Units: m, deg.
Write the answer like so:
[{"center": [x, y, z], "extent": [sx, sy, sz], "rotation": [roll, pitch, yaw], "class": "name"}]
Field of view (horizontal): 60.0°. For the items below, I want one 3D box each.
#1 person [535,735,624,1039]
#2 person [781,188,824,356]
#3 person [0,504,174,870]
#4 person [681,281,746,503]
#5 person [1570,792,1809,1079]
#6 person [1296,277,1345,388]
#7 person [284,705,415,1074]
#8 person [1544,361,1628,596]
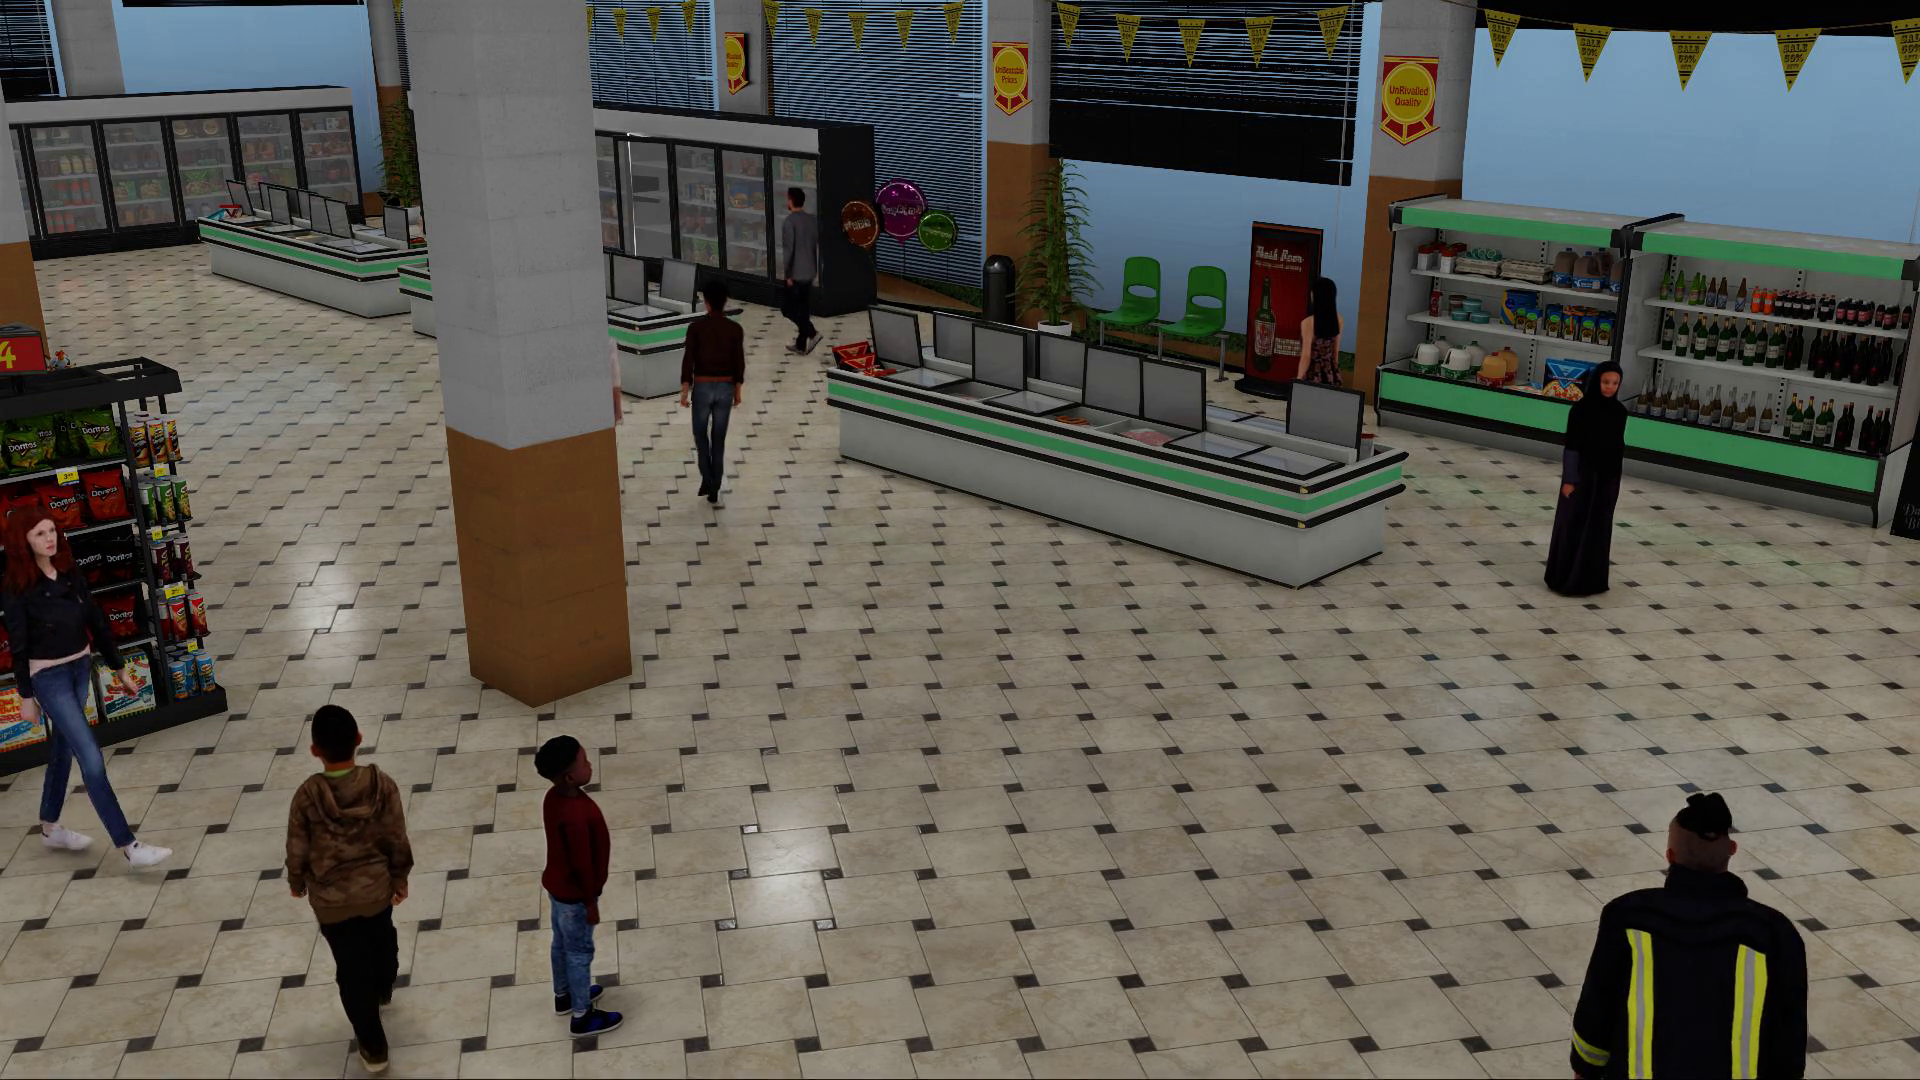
[{"center": [-1.534, 1.356, 6.557], "extent": [0.608, 1.255, 0.500], "rotation": [-9, 21, -26], "class": "person"}, {"center": [-1.708, -2.914, 18.285], "extent": [0.957, 1.853, 0.737], "rotation": [15, 24, 37], "class": "person"}, {"center": [-4.254, 0.688, 7.759], "extent": [1.154, 1.753, 0.934], "rotation": [5, 19, 14], "class": "person"}, {"center": [-1.929, -1.135, 13.171], "extent": [0.820, 1.749, 0.848], "rotation": [-7, 20, -19], "class": "person"}, {"center": [2.090, 1.652, 4.777], "extent": [1.164, 1.831, 1.128], "rotation": [6, 20, 18], "class": "person"}, {"center": [2.886, -1.242, 13.448], "extent": [0.726, 1.774, 0.741], "rotation": [-11, 22, -30], "class": "person"}, {"center": [-2.285, 1.345, 6.308], "extent": [0.668, 1.434, 0.894], "rotation": [-13, 22, -33], "class": "person"}, {"center": [4.283, -0.429, 11.288], "extent": [0.708, 1.614, 0.741], "rotation": [-4, 19, -12], "class": "person"}]
